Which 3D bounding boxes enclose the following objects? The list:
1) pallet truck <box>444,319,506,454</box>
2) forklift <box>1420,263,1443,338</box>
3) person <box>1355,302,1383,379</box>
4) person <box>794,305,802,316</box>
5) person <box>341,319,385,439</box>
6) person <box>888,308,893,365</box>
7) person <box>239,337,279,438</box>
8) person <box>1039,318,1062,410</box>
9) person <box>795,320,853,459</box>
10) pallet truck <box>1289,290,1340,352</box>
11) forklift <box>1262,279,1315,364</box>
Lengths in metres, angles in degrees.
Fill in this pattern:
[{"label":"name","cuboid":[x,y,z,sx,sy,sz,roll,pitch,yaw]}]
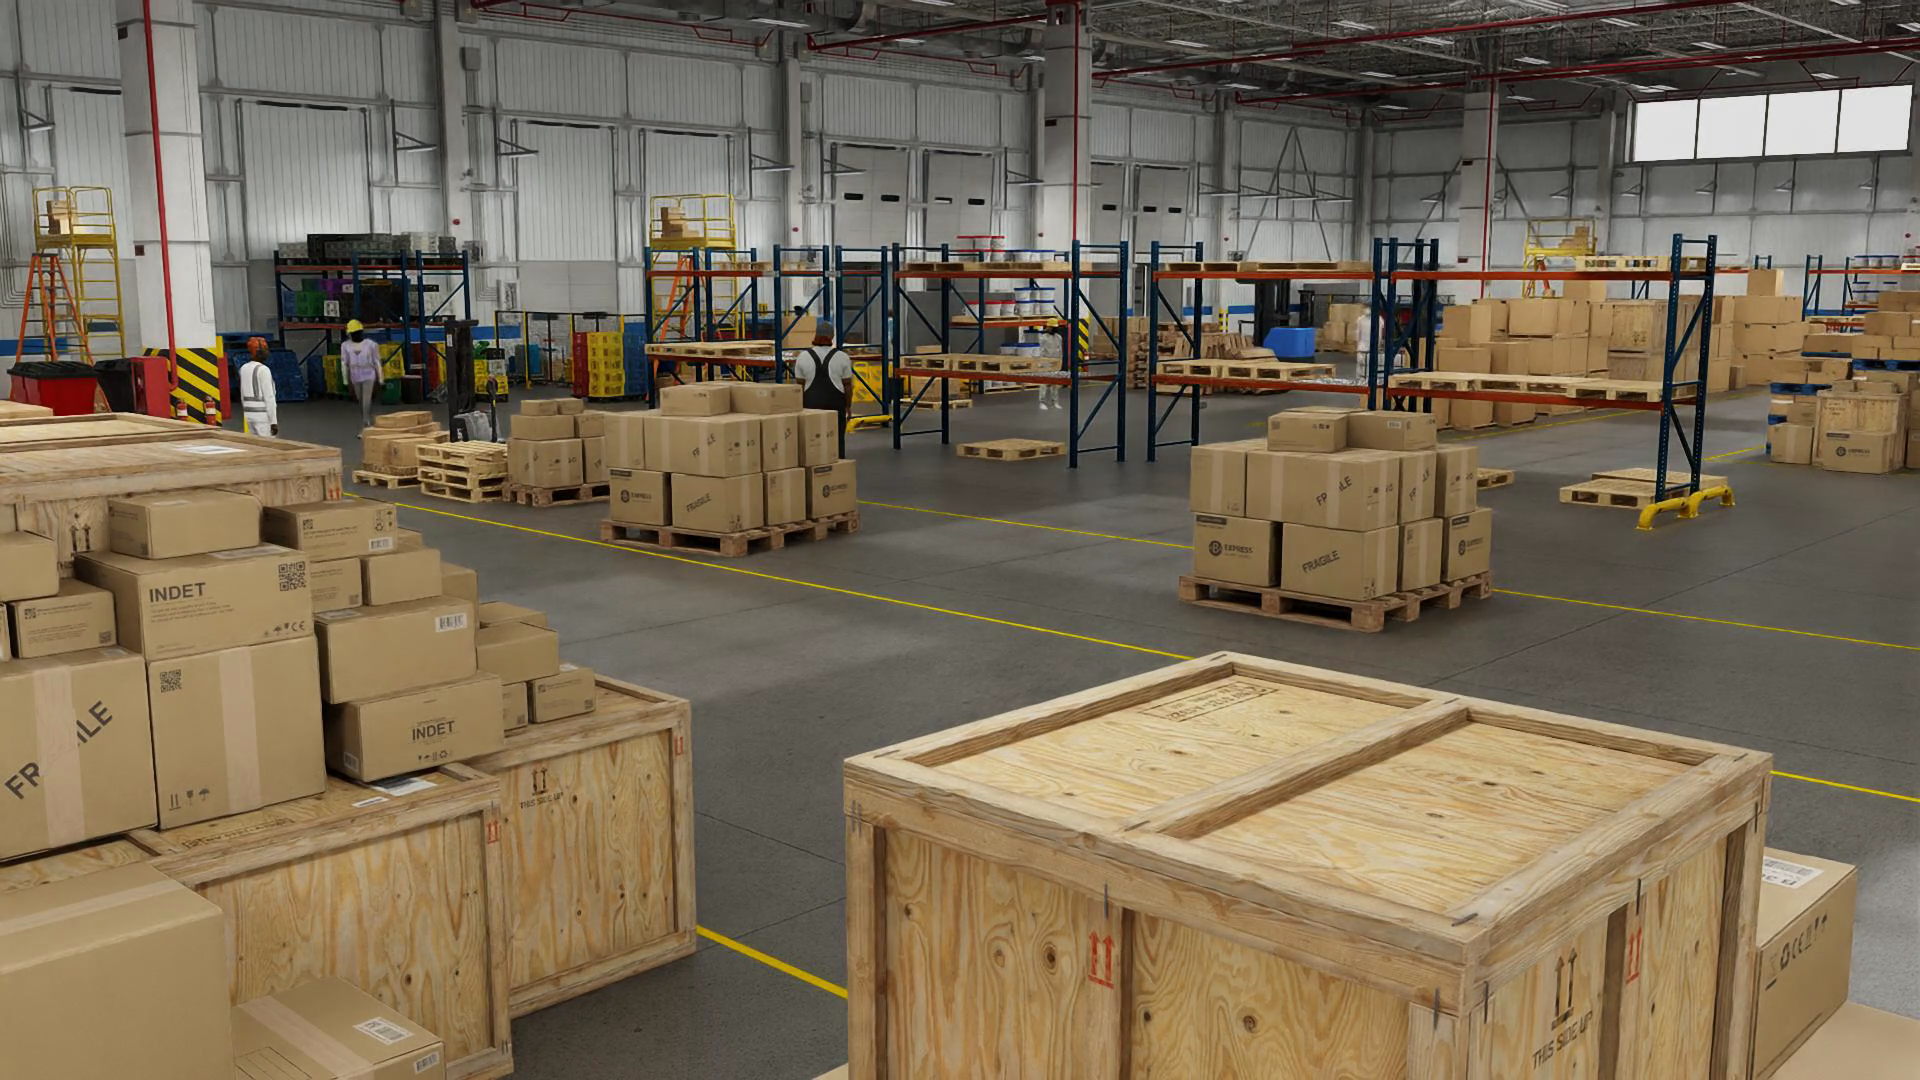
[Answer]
[{"label":"pallet truck","cuboid":[-6.981,-1.942,22.150,1.885,1.965,0.823,1,9,9]},{"label":"forklift","cuboid":[13.125,-6.420,46.906,1.873,2.768,1.129,3,10,17]},{"label":"person","cuboid":[9.095,-4.350,37.195,0.634,1.913,0.810,7,12,37]},{"label":"person","cuboid":[-4.265,-5.399,44.299,0.380,1.688,0.540,2,9,9]},{"label":"person","cuboid":[-9.440,-2.564,26.364,0.635,1.879,0.931,0,9,1]},{"label":"person","cuboid":[-1.813,-5.225,43.368,0.311,1.642,0.512,-2,9,-10]},{"label":"person","cuboid":[-7.989,-1.376,19.031,0.580,1.883,0.352,7,12,37]},{"label":"person","cuboid":[1.737,-3.333,31.493,0.488,1.736,0.321,-5,11,-28]},{"label":"person","cuboid":[-1.636,-1.651,20.235,0.689,2.000,0.538,0,9,3]},{"label":"pallet truck","cuboid":[11.297,-6.951,52.861,1.885,1.965,0.823,-5,11,-29]},{"label":"forklift","cuboid":[8.560,-6.090,44.881,1.873,2.768,1.129,9,13,43]}]
